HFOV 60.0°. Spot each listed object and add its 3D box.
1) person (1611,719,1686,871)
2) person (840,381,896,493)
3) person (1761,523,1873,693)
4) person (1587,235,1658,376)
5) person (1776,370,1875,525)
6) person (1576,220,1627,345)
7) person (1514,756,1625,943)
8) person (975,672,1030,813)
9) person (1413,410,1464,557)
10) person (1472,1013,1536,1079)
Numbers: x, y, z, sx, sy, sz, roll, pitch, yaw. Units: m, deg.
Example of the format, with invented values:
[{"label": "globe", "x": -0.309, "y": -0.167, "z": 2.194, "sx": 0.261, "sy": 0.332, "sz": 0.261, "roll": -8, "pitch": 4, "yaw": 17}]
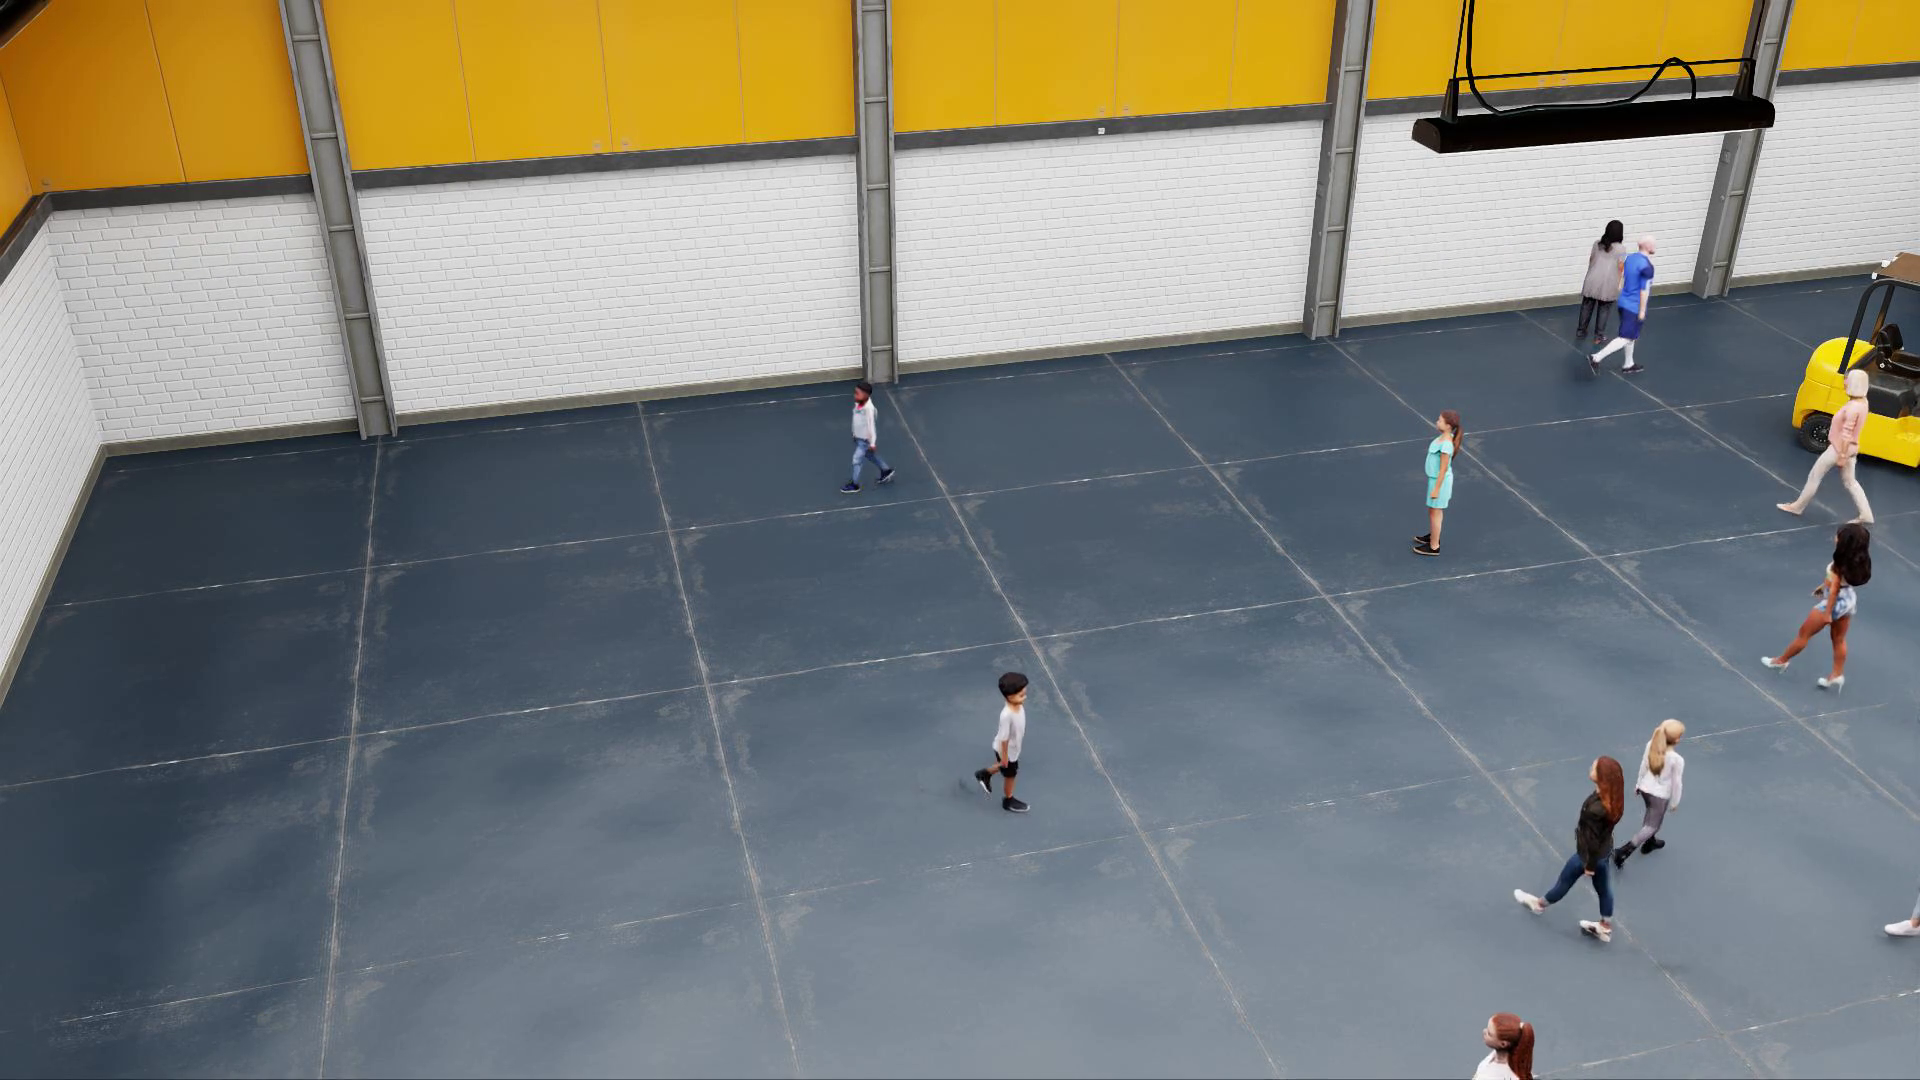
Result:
[{"label": "person", "x": 5.118, "y": 1.897, "z": 12.347, "sx": 0.896, "sy": 1.257, "sz": 0.601, "roll": -13, "pitch": 31, "yaw": -23}, {"label": "person", "x": -0.960, "y": -1.135, "z": 17.919, "sx": 0.899, "sy": 1.245, "sz": 0.566, "roll": -11, "pitch": 31, "yaw": -19}, {"label": "person", "x": 7.617, "y": 0.608, "z": 14.358, "sx": 0.923, "sy": 1.596, "sz": 0.867, "roll": -24, "pitch": 37, "yaw": -37}, {"label": "person", "x": 8.206, "y": -2.861, "z": 20.482, "sx": 1.132, "sy": 1.821, "sz": 0.767, "roll": -4, "pitch": 29, "yaw": -7}, {"label": "person", "x": 9.129, "y": -0.898, "z": 17.028, "sx": 1.127, "sy": 1.683, "sz": 1.153, "roll": 21, "pitch": 35, "yaw": 33}, {"label": "person", "x": 8.354, "y": -3.374, "z": 21.650, "sx": 0.772, "sy": 1.604, "sz": 0.824, "roll": 22, "pitch": 36, "yaw": 35}, {"label": "person", "x": 4.504, "y": 2.187, "z": 11.618, "sx": 0.937, "sy": 1.448, "sz": 0.951, "roll": 22, "pitch": 35, "yaw": 34}, {"label": "person", "x": 0.326, "y": 1.559, "z": 12.982, "sx": 0.799, "sy": 1.244, "sz": 0.707, "roll": 12, "pitch": 31, "yaw": 22}, {"label": "person", "x": 4.788, "y": -0.587, "z": 16.588, "sx": 0.691, "sy": 1.557, "sz": 0.647, "roll": 11, "pitch": 30, "yaw": 19}, {"label": "person", "x": 3.068, "y": 3.335, "z": 9.261, "sx": 1.136, "sy": 1.690, "sz": 1.034, "roll": 13, "pitch": 31, "yaw": 23}]
